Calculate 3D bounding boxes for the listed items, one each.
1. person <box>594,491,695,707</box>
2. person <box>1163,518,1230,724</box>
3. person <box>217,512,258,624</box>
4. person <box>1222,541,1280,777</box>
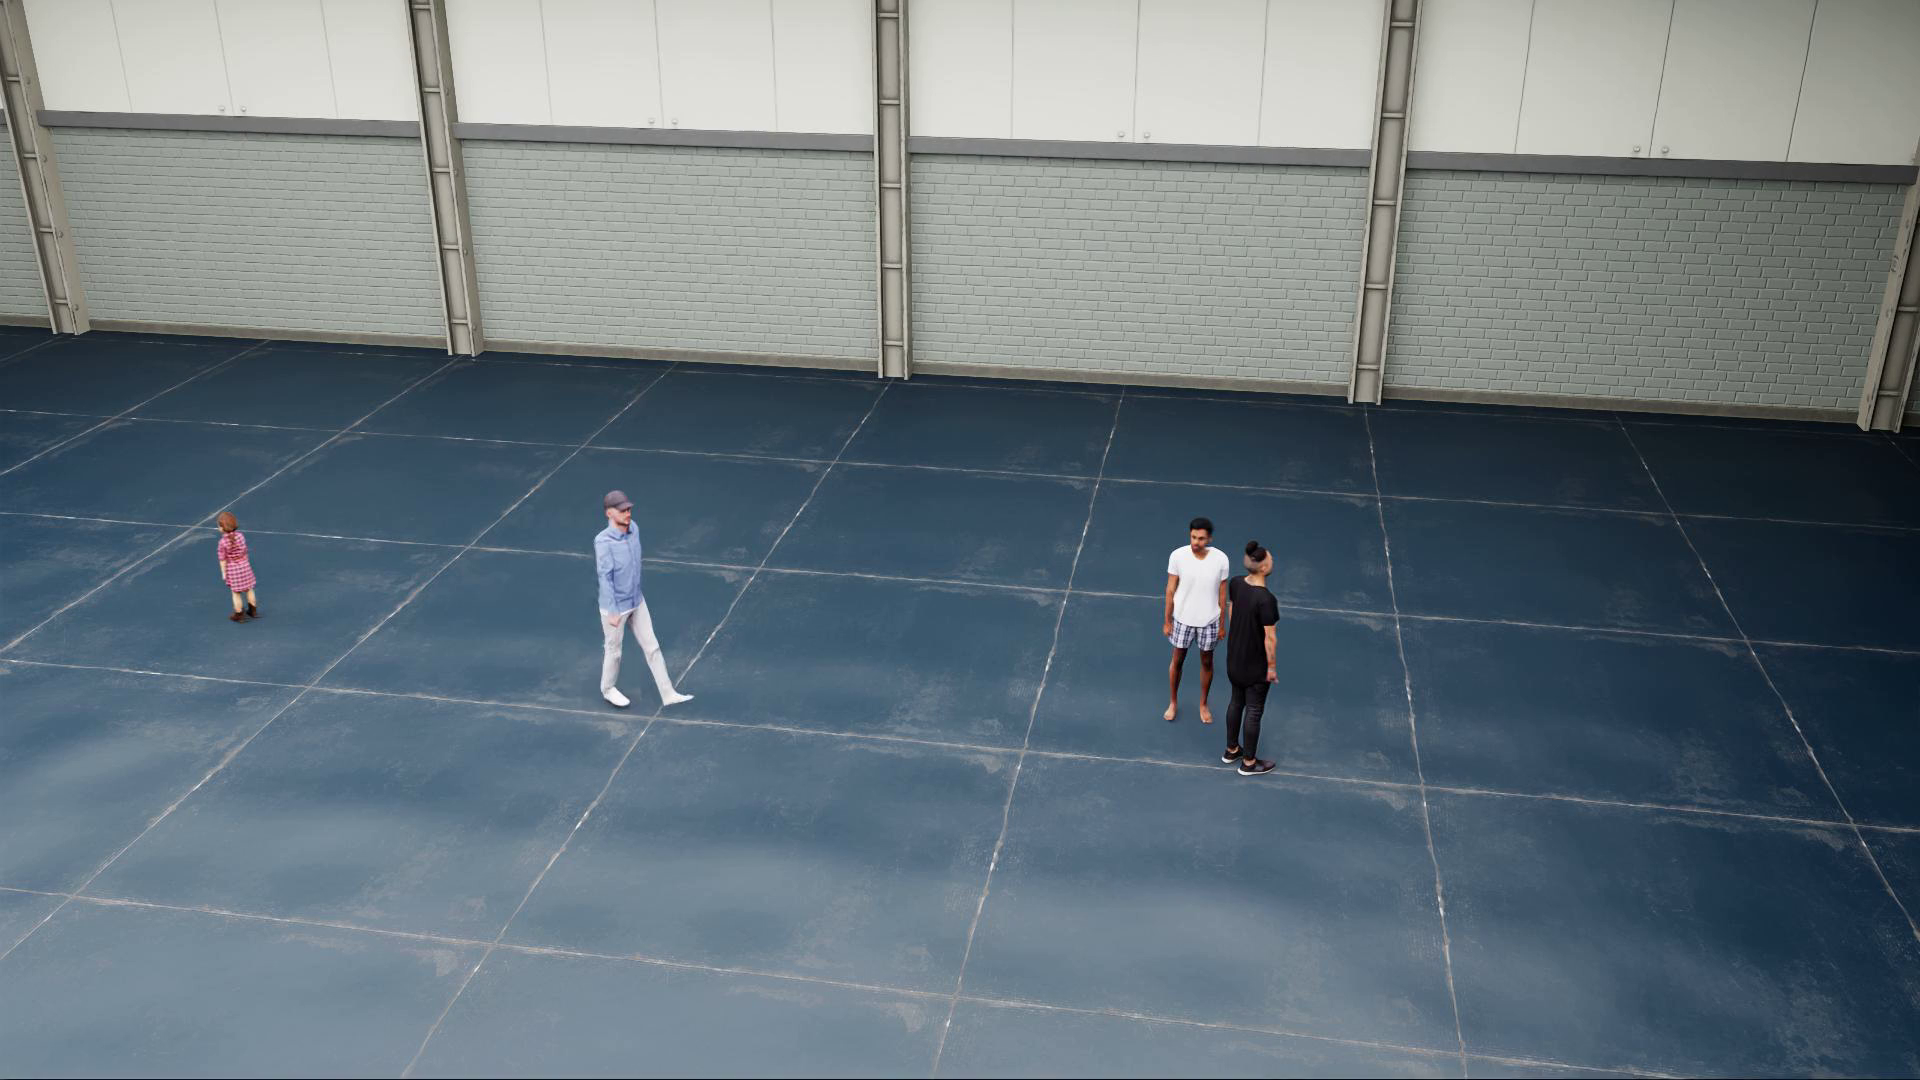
[{"bbox_3d":[-2.740,0.477,13.215,1.167,1.856,0.943,14,27,29],"label":"person"},{"bbox_3d":[1.859,0.608,13.067,0.471,1.730,0.707,2,23,6],"label":"person"},{"bbox_3d":[-6.462,0.238,14.845,0.525,1.021,0.486,16,28,33],"label":"person"},{"bbox_3d":[2.156,0.847,12.336,0.794,1.862,0.776,-10,25,-23],"label":"person"}]
